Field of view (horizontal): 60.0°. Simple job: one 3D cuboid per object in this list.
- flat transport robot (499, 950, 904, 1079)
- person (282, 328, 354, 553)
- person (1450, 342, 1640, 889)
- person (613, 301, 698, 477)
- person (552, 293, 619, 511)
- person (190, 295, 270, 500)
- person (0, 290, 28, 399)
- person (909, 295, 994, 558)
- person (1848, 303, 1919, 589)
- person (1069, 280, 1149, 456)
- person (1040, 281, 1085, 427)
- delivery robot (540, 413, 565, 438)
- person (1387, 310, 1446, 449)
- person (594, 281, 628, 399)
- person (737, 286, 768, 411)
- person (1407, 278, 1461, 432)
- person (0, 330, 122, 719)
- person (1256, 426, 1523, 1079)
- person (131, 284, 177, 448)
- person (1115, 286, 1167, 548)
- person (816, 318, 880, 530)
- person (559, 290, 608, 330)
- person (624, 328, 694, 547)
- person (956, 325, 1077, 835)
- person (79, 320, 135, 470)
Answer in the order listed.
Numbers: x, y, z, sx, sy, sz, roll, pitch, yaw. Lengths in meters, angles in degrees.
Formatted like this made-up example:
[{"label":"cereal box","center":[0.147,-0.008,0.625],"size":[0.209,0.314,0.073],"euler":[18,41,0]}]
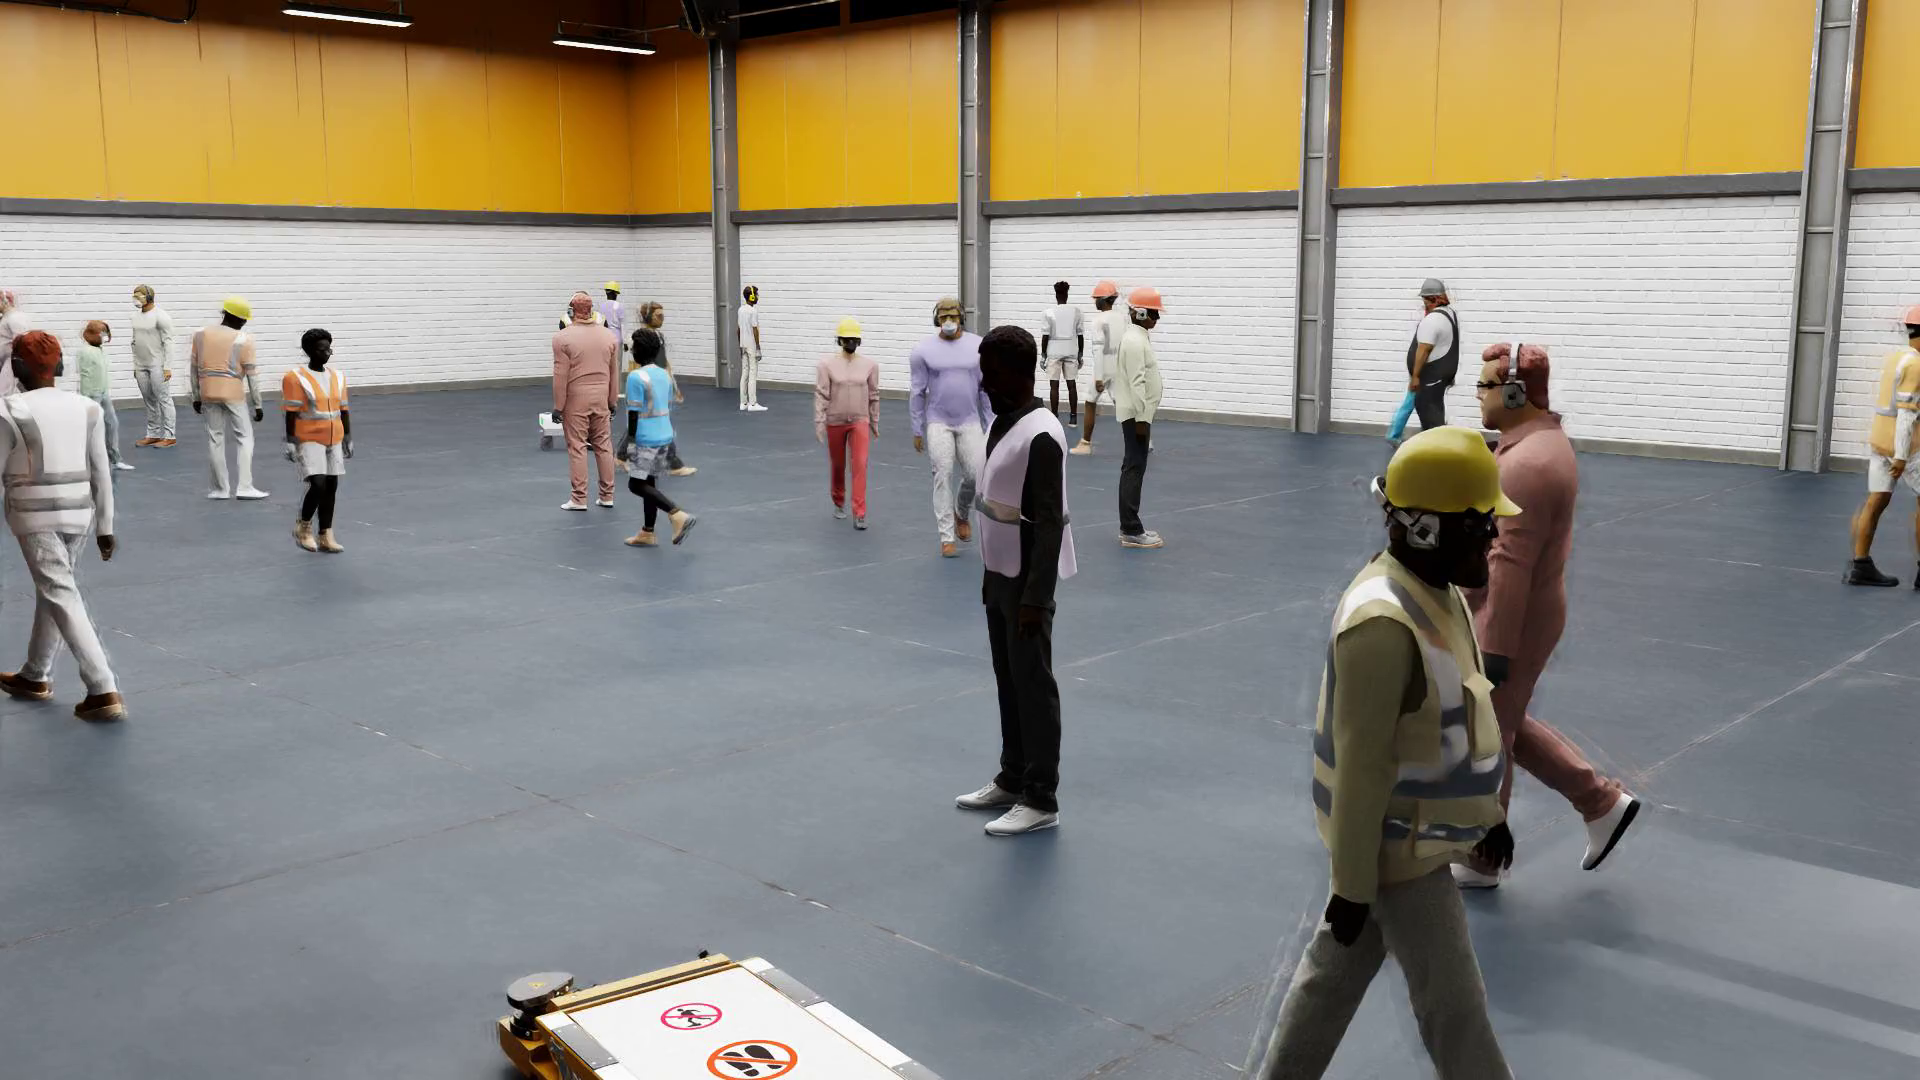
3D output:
[{"label":"flat transport robot","center":[-0.554,1.331,4.063],"size":[0.652,0.197,1.431],"euler":[-7,11,-35]},{"label":"person","center":[-4.736,-0.728,12.336],"size":[0.363,1.684,0.559],"euler":[5,11,29]},{"label":"person","center":[1.923,0.280,5.589],"size":[0.665,1.886,0.647],"euler":[3,10,20]},{"label":"person","center":[-3.196,-1.544,17.055],"size":[0.978,1.806,0.534],"euler":[2,9,13]},{"label":"person","center":[-3.312,-1.209,14.635],"size":[0.651,1.906,0.403],"euler":[-9,13,-44]},{"label":"person","center":[-6.698,-1.284,15.202],"size":[0.684,1.879,0.397],"euler":[0,9,-1]},{"label":"person","center":[-11.989,-2.218,20.989],"size":[1.018,1.850,0.669],"euler":[-6,11,-32]},{"label":"person","center":[-0.064,-0.847,12.344],"size":[0.649,1.927,0.572],"euler":[-1,9,-6]},{"label":"person","center":[6.352,-0.615,10.992],"size":[0.808,1.903,0.538],"euler":[2,9,10]},{"label":"person","center":[1.693,-1.903,18.622],"size":[1.044,2.003,0.618],"euler":[9,13,44]},{"label":"person","center":[1.362,-2.476,22.222],"size":[0.613,1.962,0.362],"euler":[-2,9,-12]},{"label":"delivery robot","center":[-4.576,-1.380,19.531],"size":[0.707,0.478,0.477],"euler":[-2,9,-13]},{"label":"person","center":[5.361,-1.886,19.217],"size":[0.575,1.779,1.045],"euler":[-5,11,-29]},{"label":"person","center":[-5.695,-3.273,27.258],"size":[0.584,1.917,0.385],"euler":[4,10,21]},{"label":"person","center":[-3.133,-2.866,24.926],"size":[0.312,1.864,0.538],"euler":[-7,12,-37]},{"label":"person","center":[5.083,-1.834,18.054],"size":[0.599,2.000,0.715],"euler":[7,11,35]},{"label":"person","center":[-4.351,-0.078,7.932],"size":[0.989,1.837,0.577],"euler":[4,10,22]},{"label":"person","center":[1.056,0.641,3.664],"size":[0.929,1.777,0.614],"euler":[4,10,22]},{"label":"person","center":[-9.575,-2.055,19.726],"size":[0.635,1.937,0.352],"euler":[5,10,27]},{"label":"person","center":[1.378,-0.944,12.750],"size":[0.382,1.993,0.609],"euler":[0,9,3]},{"label":"person","center":[-0.933,-0.981,13.809],"size":[0.536,1.726,0.892],"euler":[-1,9,-9]},{"label":"person","center":[-4.802,-2.258,21.259],"size":[0.625,1.846,0.429],"euler":[-4,10,-24]},{"label":"person","center":[-2.291,-0.752,12.521],"size":[0.570,1.676,0.540],"euler":[3,10,19]},{"label":"person","center":[0.228,0.148,6.295],"size":[0.392,1.914,0.589],"euler":[-3,10,-17]},{"label":"person","center":[-9.130,-1.510,17.426],"size":[0.705,1.599,0.537],"euler":[0,9,-2]}]
